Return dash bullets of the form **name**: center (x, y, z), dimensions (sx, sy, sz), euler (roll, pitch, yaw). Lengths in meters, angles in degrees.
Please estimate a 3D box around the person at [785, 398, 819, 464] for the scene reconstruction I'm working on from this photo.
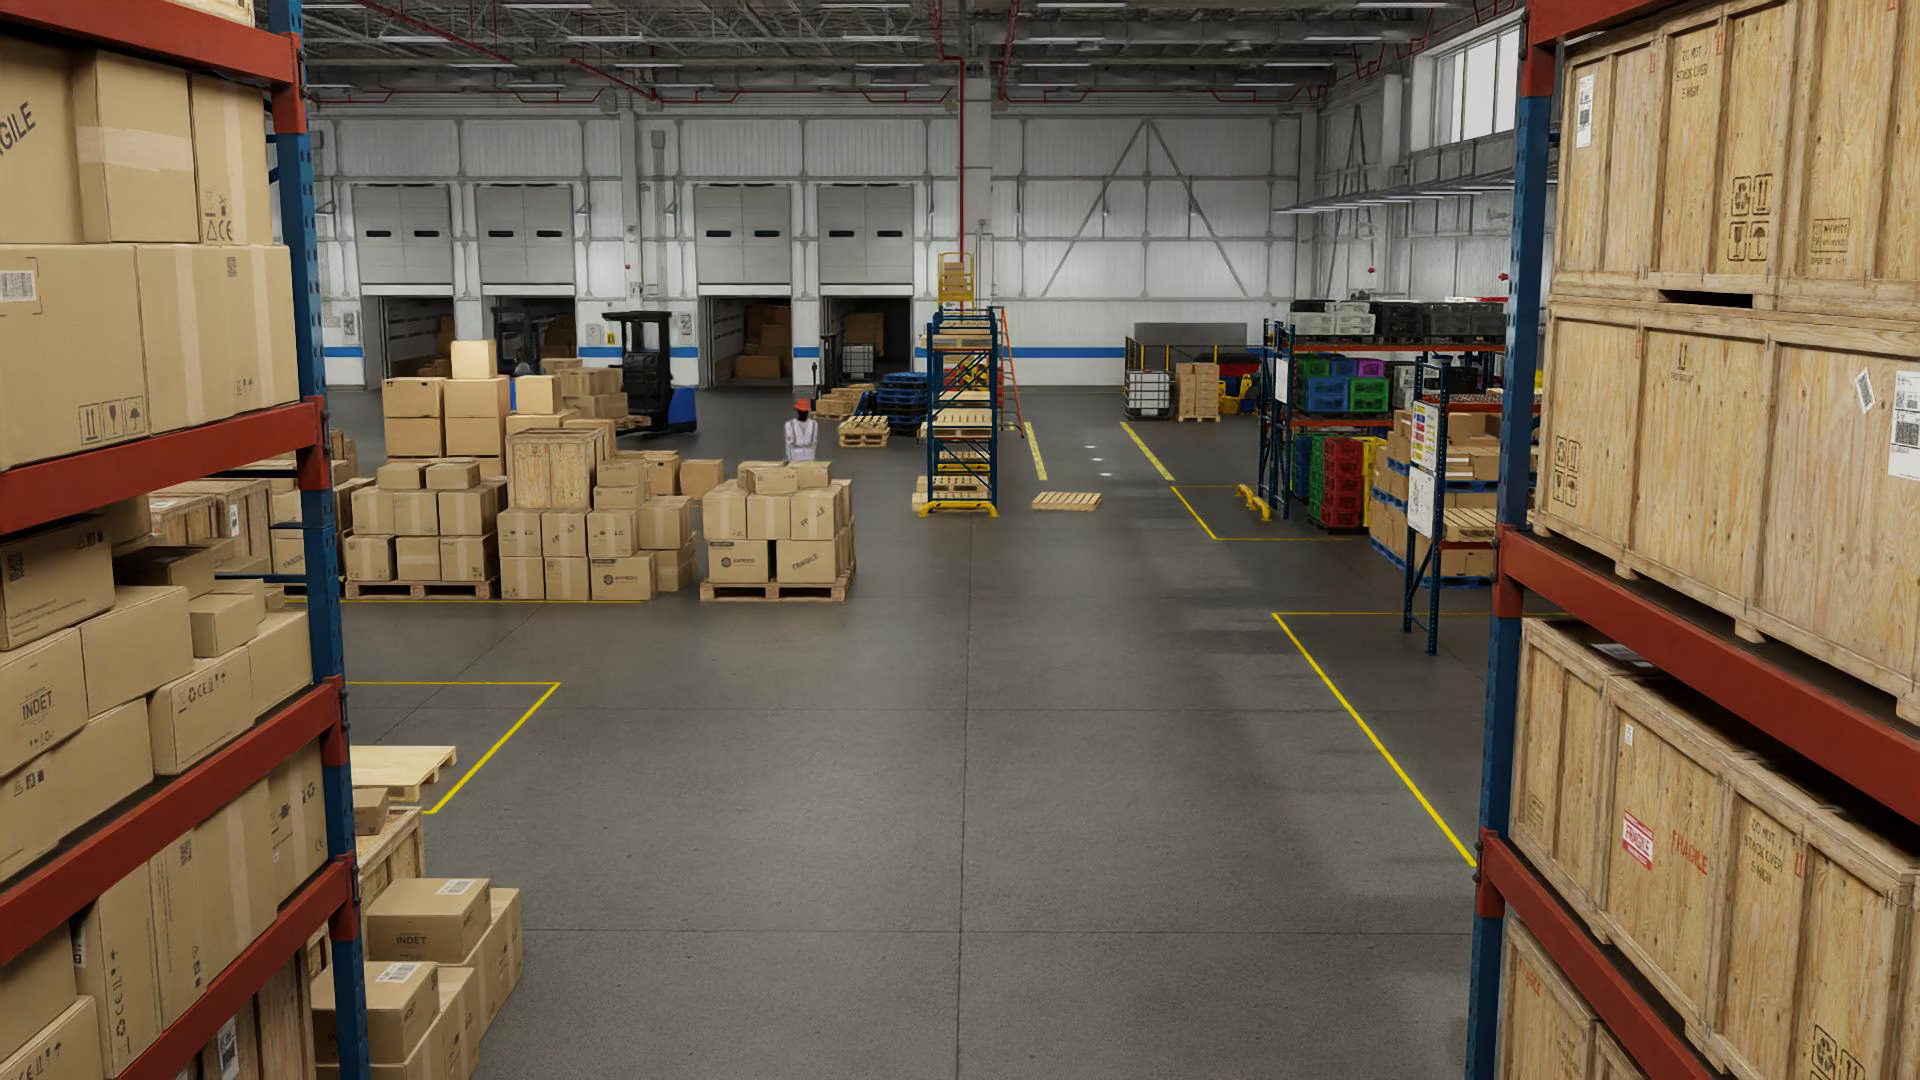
- **person**: center (-2.405, -1.228, 25.631), dimensions (0.555, 1.890, 0.971), euler (-3, 10, -19)

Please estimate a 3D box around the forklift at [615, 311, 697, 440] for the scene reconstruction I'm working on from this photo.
- **forklift**: center (-6.885, -3.733, 37.240), dimensions (1.129, 2.768, 1.873), euler (5, 11, 29)

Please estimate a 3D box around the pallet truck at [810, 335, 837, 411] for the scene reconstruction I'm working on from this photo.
- **pallet truck**: center (-3.021, -4.312, 43.126), dimensions (1.885, 1.965, 0.823), euler (3, 10, 17)

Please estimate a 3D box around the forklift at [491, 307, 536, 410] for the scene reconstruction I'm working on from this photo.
- **forklift**: center (-10.749, -4.230, 40.109), dimensions (1.129, 2.768, 1.873), euler (0, 10, 1)

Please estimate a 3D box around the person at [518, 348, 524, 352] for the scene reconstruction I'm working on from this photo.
- **person**: center (-11.246, -4.110, 42.826), dimensions (0.536, 1.696, 0.321), euler (-8, 13, -39)

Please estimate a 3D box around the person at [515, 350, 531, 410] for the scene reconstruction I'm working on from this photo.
- **person**: center (-9.926, -3.386, 38.059), dimensions (0.936, 1.910, 0.638), euler (1, 10, 5)
